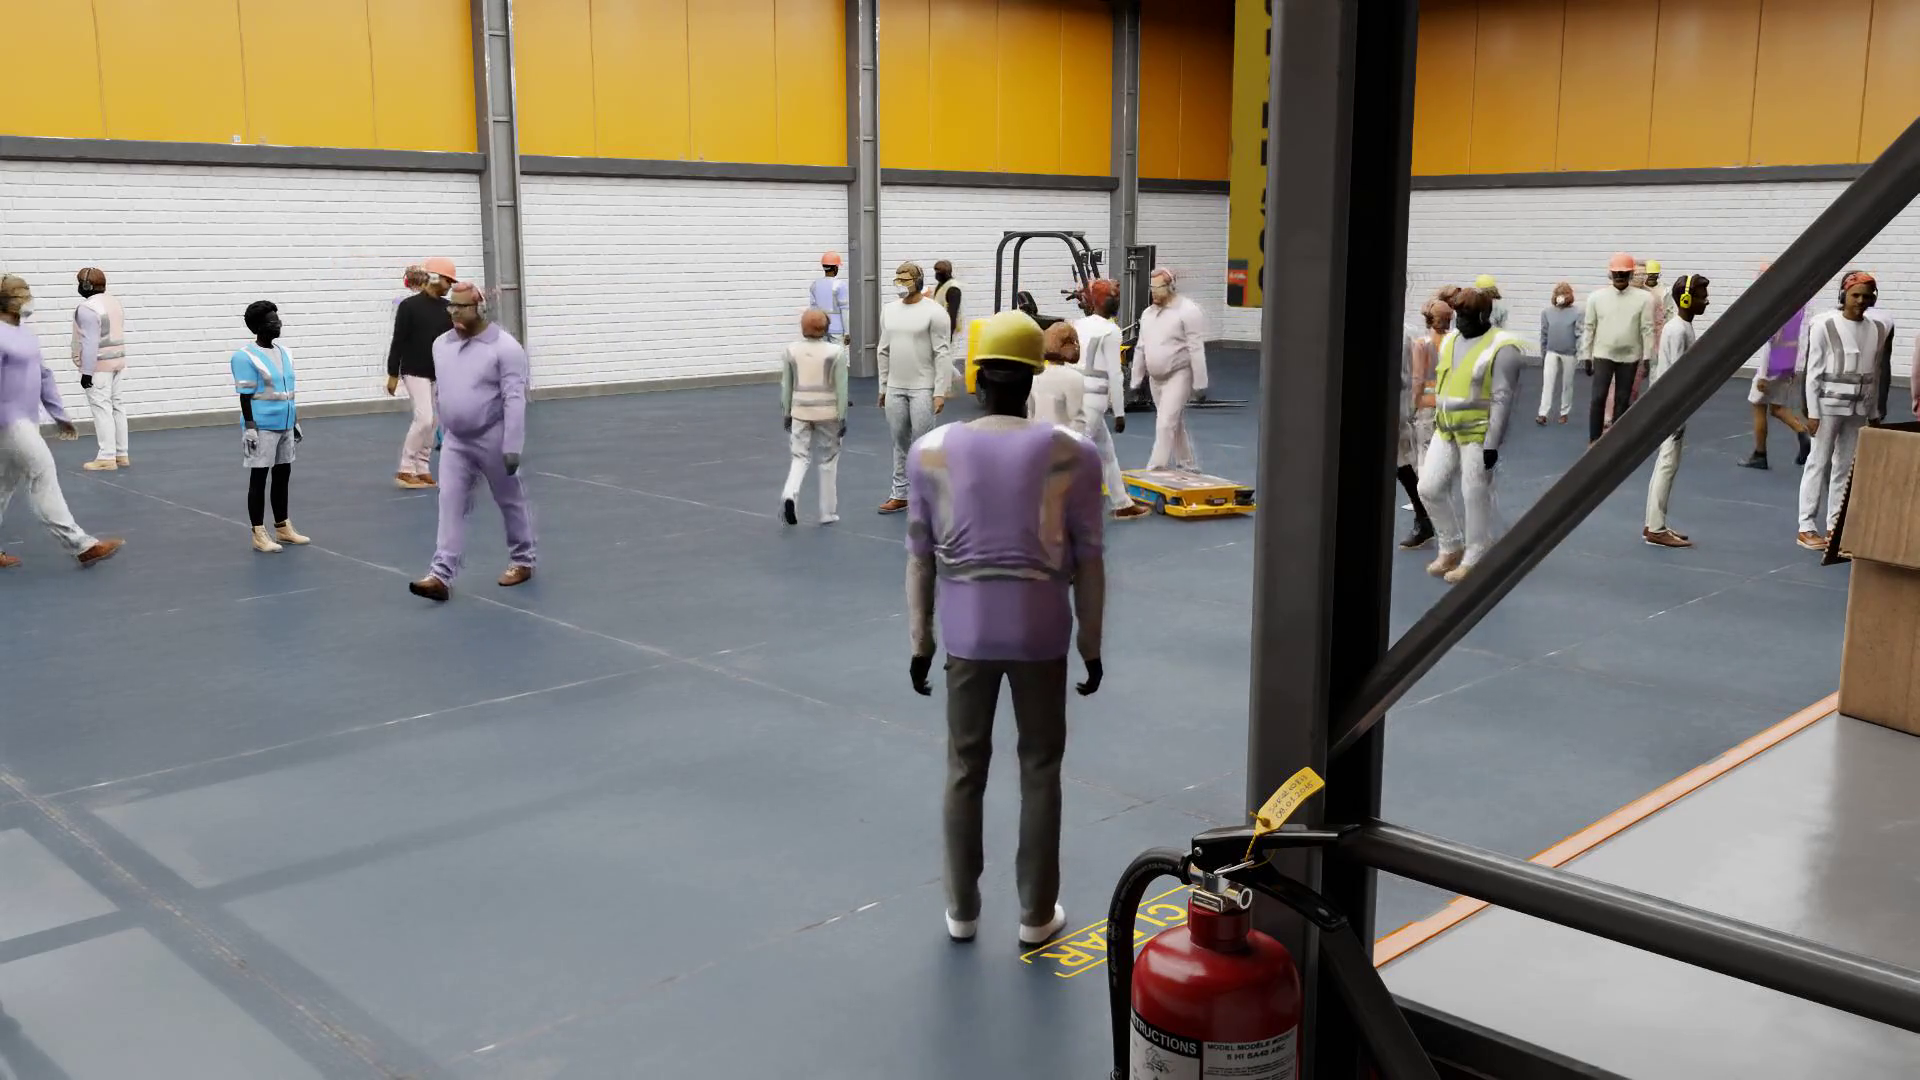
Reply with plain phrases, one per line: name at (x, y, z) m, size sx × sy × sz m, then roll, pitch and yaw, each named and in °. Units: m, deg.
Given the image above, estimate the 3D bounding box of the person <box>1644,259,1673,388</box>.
person at (8.945, -2.729, 21.628) m, size 0.594 × 1.824 × 0.403 m, roll 2°, pitch 11°, yaw 12°

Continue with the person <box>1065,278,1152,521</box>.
person at (0.955, -0.998, 12.193) m, size 1.037 × 1.824 × 0.586 m, roll -5°, pitch 11°, yaw -24°

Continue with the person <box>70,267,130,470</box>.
person at (-7.870, -1.562, 15.206) m, size 0.429 × 1.842 × 0.633 m, roll 0°, pitch 10°, yaw -2°

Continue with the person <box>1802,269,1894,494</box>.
person at (6.721, -1.102, 12.615) m, size 0.598 × 1.884 × 0.796 m, roll 4°, pitch 11°, yaw 18°

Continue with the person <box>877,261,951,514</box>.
person at (-0.369, -1.142, 12.648) m, size 0.636 × 1.939 × 0.364 m, roll 7°, pitch 12°, yaw 33°

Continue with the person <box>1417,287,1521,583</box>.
person at (3.093, -0.628, 10.154) m, size 0.482 × 1.819 × 0.647 m, roll -5°, pitch 12°, yaw -26°

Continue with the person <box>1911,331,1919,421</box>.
person at (7.513, -1.051, 12.649) m, size 0.328 × 1.760 × 0.524 m, roll -9°, pitch 14°, yaw -40°

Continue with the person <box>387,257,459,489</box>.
person at (-4.476, -1.399, 14.016) m, size 0.576 × 1.947 × 0.638 m, roll 5°, pitch 11°, yaw 25°

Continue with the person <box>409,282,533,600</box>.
person at (-2.877, -0.586, 9.832) m, size 0.670 × 1.852 × 1.014 m, roll 3°, pitch 11°, yaw 18°

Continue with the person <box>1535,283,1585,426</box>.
person at (6.718, -2.066, 18.620) m, size 0.515 × 1.587 × 0.843 m, roll 6°, pitch 12°, yaw 31°

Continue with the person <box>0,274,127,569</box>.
person at (-5.901, -0.737, 10.580) m, size 1.014 × 1.884 × 0.635 m, roll -2°, pitch 11°, yaw -10°

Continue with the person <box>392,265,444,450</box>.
person at (-5.257, -1.763, 16.295) m, size 0.377 × 1.841 × 0.567 m, roll 10°, pitch 14°, yaw 43°

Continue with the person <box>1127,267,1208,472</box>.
person at (1.616, -1.276, 13.571) m, size 0.907 × 1.861 × 0.673 m, roll -7°, pitch 12°, yaw -32°

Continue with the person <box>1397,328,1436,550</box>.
person at (2.810, -0.847, 11.166) m, size 1.049 × 1.910 × 0.604 m, roll -5°, pitch 12°, yaw -26°

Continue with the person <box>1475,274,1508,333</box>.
person at (5.854, -2.097, 18.489) m, size 0.490 × 1.712 × 0.733 m, roll -1°, pitch 10°, yaw -4°

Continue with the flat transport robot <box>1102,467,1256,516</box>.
flat transport robot at (1.704, -0.396, 13.132) m, size 0.652 × 0.197 × 1.431 m, roll -4°, pitch 11°, yaw -22°

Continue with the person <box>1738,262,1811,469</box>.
person at (7.413, -1.551, 14.996) m, size 0.572 × 1.896 × 0.671 m, roll -5°, pitch 12°, yaw -27°

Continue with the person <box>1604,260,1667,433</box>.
person at (6.904, -1.931, 17.131) m, size 0.661 × 1.878 × 0.631 m, roll -1°, pitch 10°, yaw -7°

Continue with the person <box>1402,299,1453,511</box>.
person at (3.660, -1.031, 12.858) m, size 0.514 × 1.642 × 0.307 m, roll -7°, pitch 13°, yaw -35°

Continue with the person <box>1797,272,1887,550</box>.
person at (6.015, -0.872, 11.329) m, size 0.575 × 1.883 × 0.362 m, roll -2°, pitch 11°, yaw -12°

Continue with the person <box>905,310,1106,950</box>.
person at (0.128, 0.279, 4.984) m, size 0.601 × 1.909 × 0.435 m, roll 2°, pitch 11°, yaw 10°

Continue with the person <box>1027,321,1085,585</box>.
person at (0.555, -0.494, 9.977) m, size 0.420 × 1.618 × 0.509 m, roll -8°, pitch 13°, yaw -36°

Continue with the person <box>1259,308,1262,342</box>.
person at (3.997, -2.557, 20.488) m, size 0.660 × 1.894 × 0.497 m, roll -3°, pitch 11°, yaw -15°

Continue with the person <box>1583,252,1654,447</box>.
person at (6.222, -1.722, 15.728) m, size 0.617 × 1.970 × 0.696 m, roll 3°, pitch 11°, yaw 18°

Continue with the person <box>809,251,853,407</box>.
person at (-1.597, -2.615, 20.679) m, size 0.543 × 1.940 × 0.361 m, roll 6°, pitch 12°, yaw 28°

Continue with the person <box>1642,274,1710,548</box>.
person at (4.943, -0.890, 11.469) m, size 0.309 × 1.868 × 0.535 m, roll 4°, pitch 11°, yaw 20°

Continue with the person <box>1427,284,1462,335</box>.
person at (5.016, -1.822, 17.196) m, size 0.558 × 1.629 × 0.382 m, roll -8°, pitch 13°, yaw -39°

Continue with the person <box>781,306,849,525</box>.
person at (-1.077, -0.887, 12.145) m, size 0.523 × 1.626 × 0.600 m, roll 2°, pitch 11°, yaw 12°

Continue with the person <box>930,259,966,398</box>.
person at (-0.181, -2.750, 21.734) m, size 0.456 × 1.821 × 0.640 m, roll -3°, pitch 11°, yaw -17°

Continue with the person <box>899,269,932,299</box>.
person at (-0.653, -3.224, 24.682) m, size 0.532 × 1.694 × 0.320 m, roll 4°, pitch 11°, yaw 20°

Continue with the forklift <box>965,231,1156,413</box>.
forklift at (1.222, -2.721, 20.561) m, size 2.313 × 2.155 × 1.214 m, roll 2°, pitch 11°, yaw 13°

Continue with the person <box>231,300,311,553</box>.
person at (-4.673, -0.770, 11.274) m, size 0.318 × 1.700 × 0.535 m, roll 3°, pitch 11°, yaw 16°
